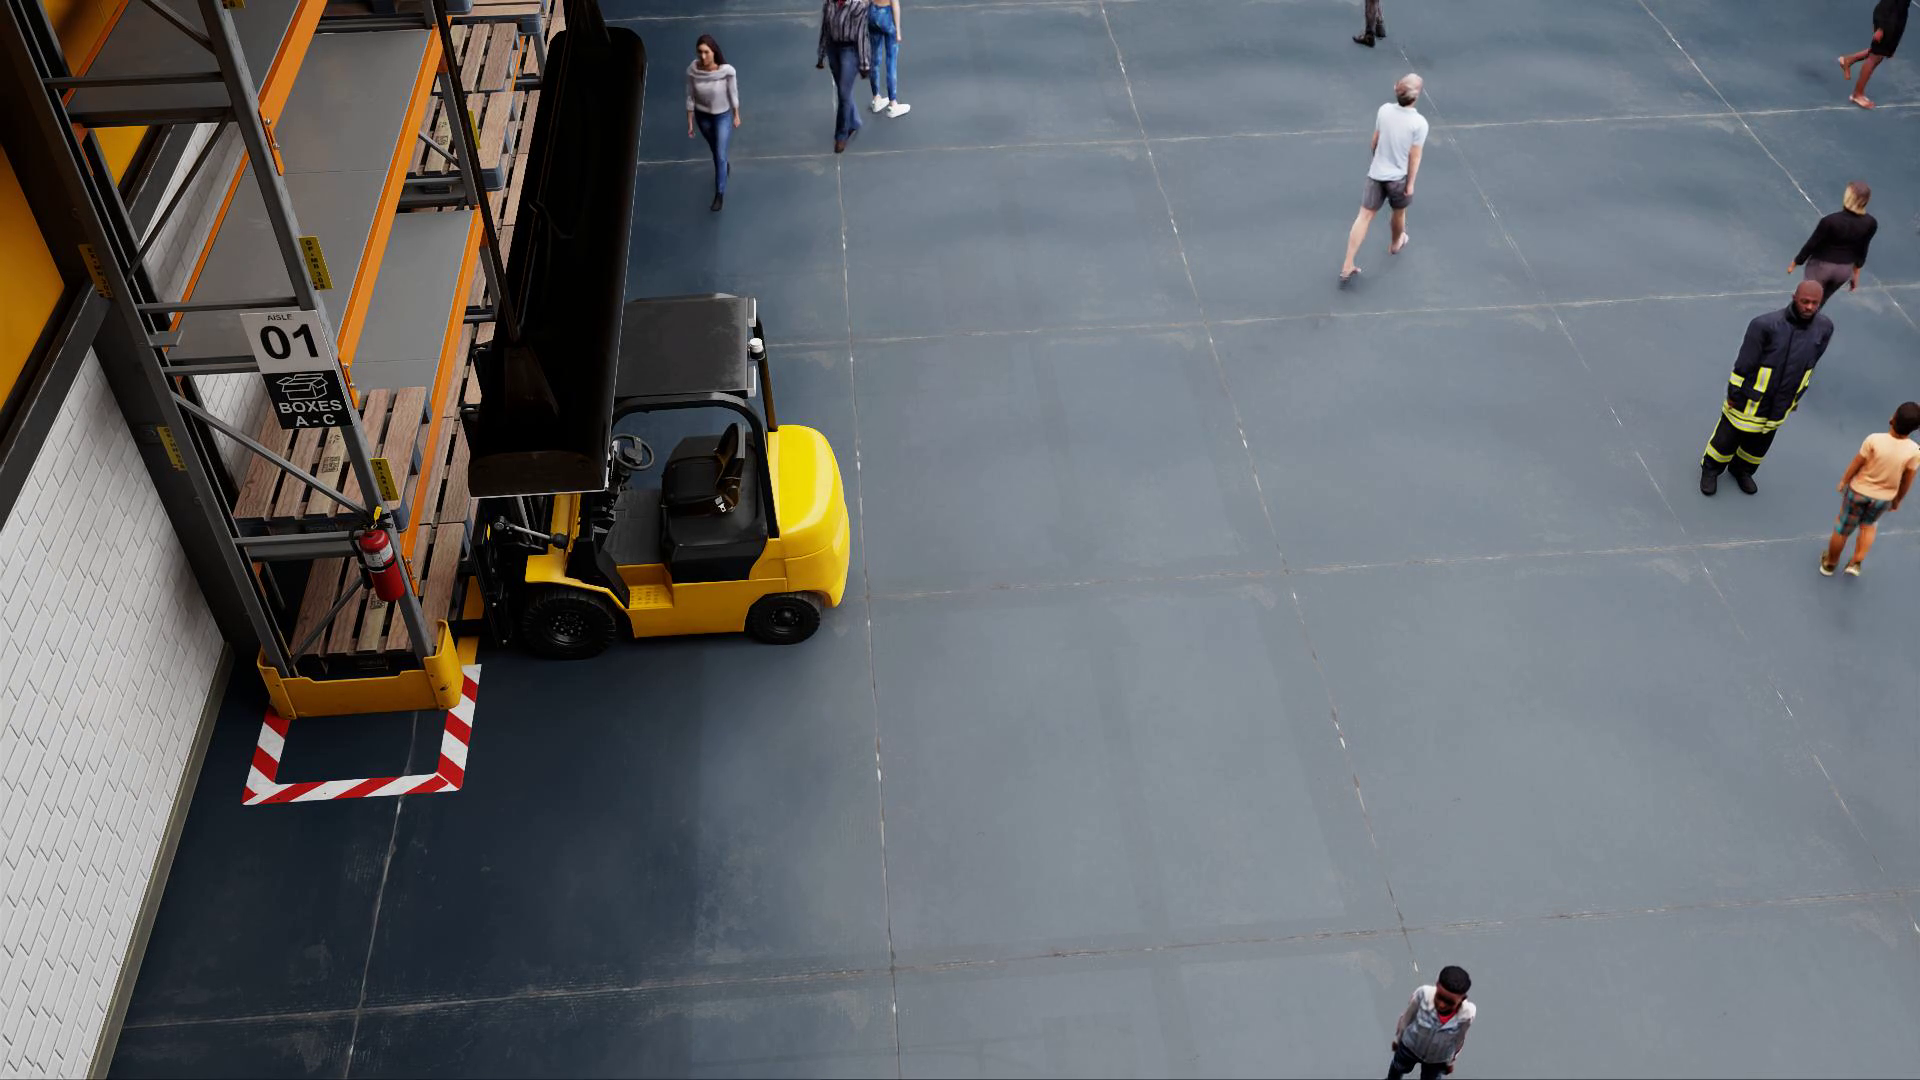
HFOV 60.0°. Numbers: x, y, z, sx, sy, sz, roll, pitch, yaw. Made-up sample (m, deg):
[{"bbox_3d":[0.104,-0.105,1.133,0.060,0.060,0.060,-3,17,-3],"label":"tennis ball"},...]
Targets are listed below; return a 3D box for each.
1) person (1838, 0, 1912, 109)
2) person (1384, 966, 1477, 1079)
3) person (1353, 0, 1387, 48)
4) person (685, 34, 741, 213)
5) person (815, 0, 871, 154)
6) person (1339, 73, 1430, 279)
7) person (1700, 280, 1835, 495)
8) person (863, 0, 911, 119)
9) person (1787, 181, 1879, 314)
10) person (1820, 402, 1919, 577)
[{"bbox_3d":[8.984,-5.092,16.231,0.816,1.709,0.920,-24,49,-23],"label":"person"},{"bbox_3d":[2.407,2.566,8.517,0.566,1.260,0.612,21,48,21],"label":"person"},{"bbox_3d":[4.359,-5.834,17.010,0.729,1.707,0.781,-34,53,-30],"label":"person"},{"bbox_3d":[-2.210,-3.827,14.998,0.788,1.578,1.131,6,44,6],"label":"person"},{"bbox_3d":[-1.044,-4.540,15.600,0.841,1.779,0.892,29,51,27],"label":"person"},{"bbox_3d":[3.558,-3.004,13.982,1.199,1.787,1.249,31,52,28],"label":"person"},{"bbox_3d":[5.815,-1.120,11.979,0.776,1.821,0.710,2,44,2],"label":"person"},{"bbox_3d":[-0.739,-4.947,16.024,0.678,1.785,0.736,29,51,27],"label":"person"},{"bbox_3d":[6.814,-1.989,13.024,0.669,1.640,0.966,0,44,0],"label":"person"},{"bbox_3d":[6.235,-0.285,11.371,0.658,1.452,0.721,14,45,14],"label":"person"}]
